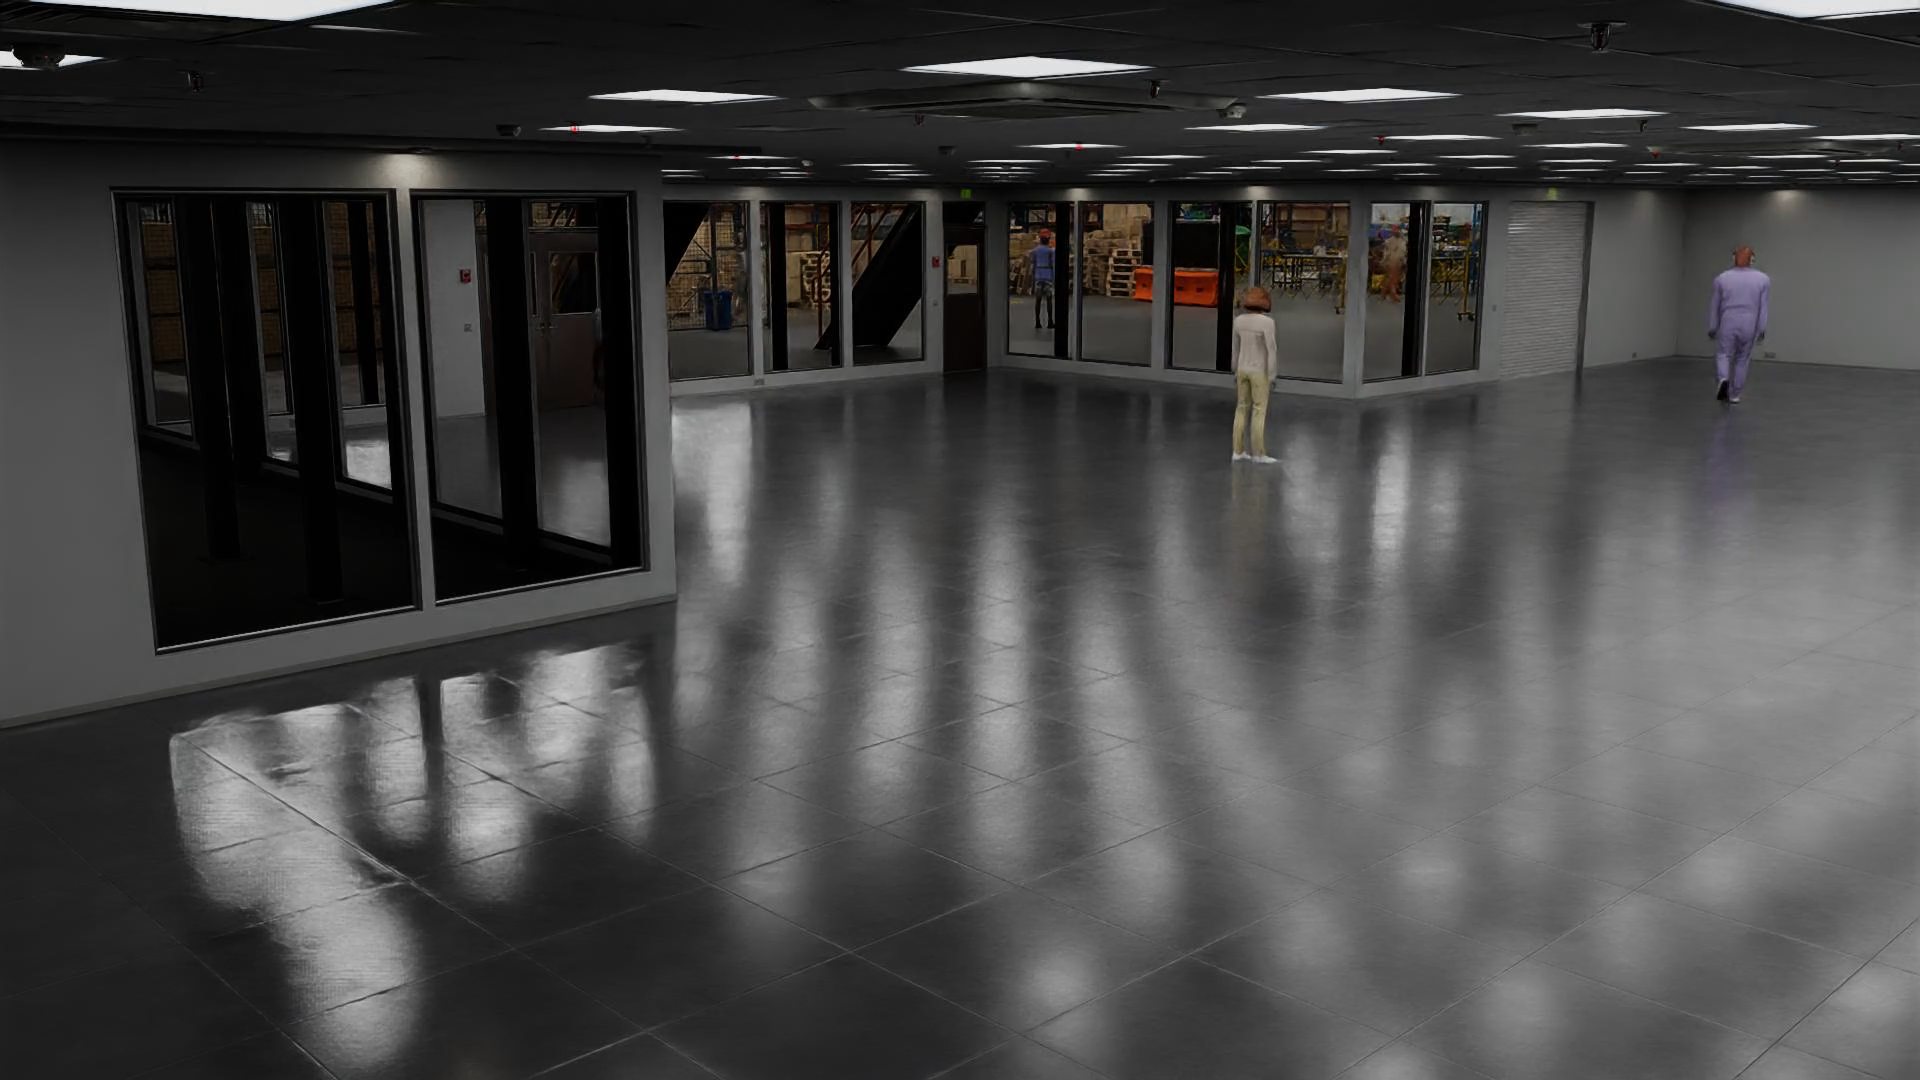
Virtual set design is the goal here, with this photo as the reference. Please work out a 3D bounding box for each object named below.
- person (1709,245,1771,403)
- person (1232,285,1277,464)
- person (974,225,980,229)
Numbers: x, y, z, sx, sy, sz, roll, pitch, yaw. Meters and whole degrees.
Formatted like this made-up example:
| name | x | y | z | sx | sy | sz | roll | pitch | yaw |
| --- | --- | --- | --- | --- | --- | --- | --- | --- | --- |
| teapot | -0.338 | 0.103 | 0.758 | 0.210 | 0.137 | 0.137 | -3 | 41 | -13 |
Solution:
| name | x | y | z | sx | sy | sz | roll | pitch | yaw |
| --- | --- | --- | --- | --- | --- | --- | --- | --- | --- |
| person | 9.256 | -2.551 | 19.788 | 0.649 | 1.890 | 0.564 | 4 | 12 | 21 |
| person | 2.703 | -1.516 | 15.250 | 0.268 | 1.630 | 0.507 | -8 | 14 | -35 |
| person | 0.607 | -9.778 | 56.014 | 0.709 | 1.885 | 0.654 | -8 | 14 | -34 |
